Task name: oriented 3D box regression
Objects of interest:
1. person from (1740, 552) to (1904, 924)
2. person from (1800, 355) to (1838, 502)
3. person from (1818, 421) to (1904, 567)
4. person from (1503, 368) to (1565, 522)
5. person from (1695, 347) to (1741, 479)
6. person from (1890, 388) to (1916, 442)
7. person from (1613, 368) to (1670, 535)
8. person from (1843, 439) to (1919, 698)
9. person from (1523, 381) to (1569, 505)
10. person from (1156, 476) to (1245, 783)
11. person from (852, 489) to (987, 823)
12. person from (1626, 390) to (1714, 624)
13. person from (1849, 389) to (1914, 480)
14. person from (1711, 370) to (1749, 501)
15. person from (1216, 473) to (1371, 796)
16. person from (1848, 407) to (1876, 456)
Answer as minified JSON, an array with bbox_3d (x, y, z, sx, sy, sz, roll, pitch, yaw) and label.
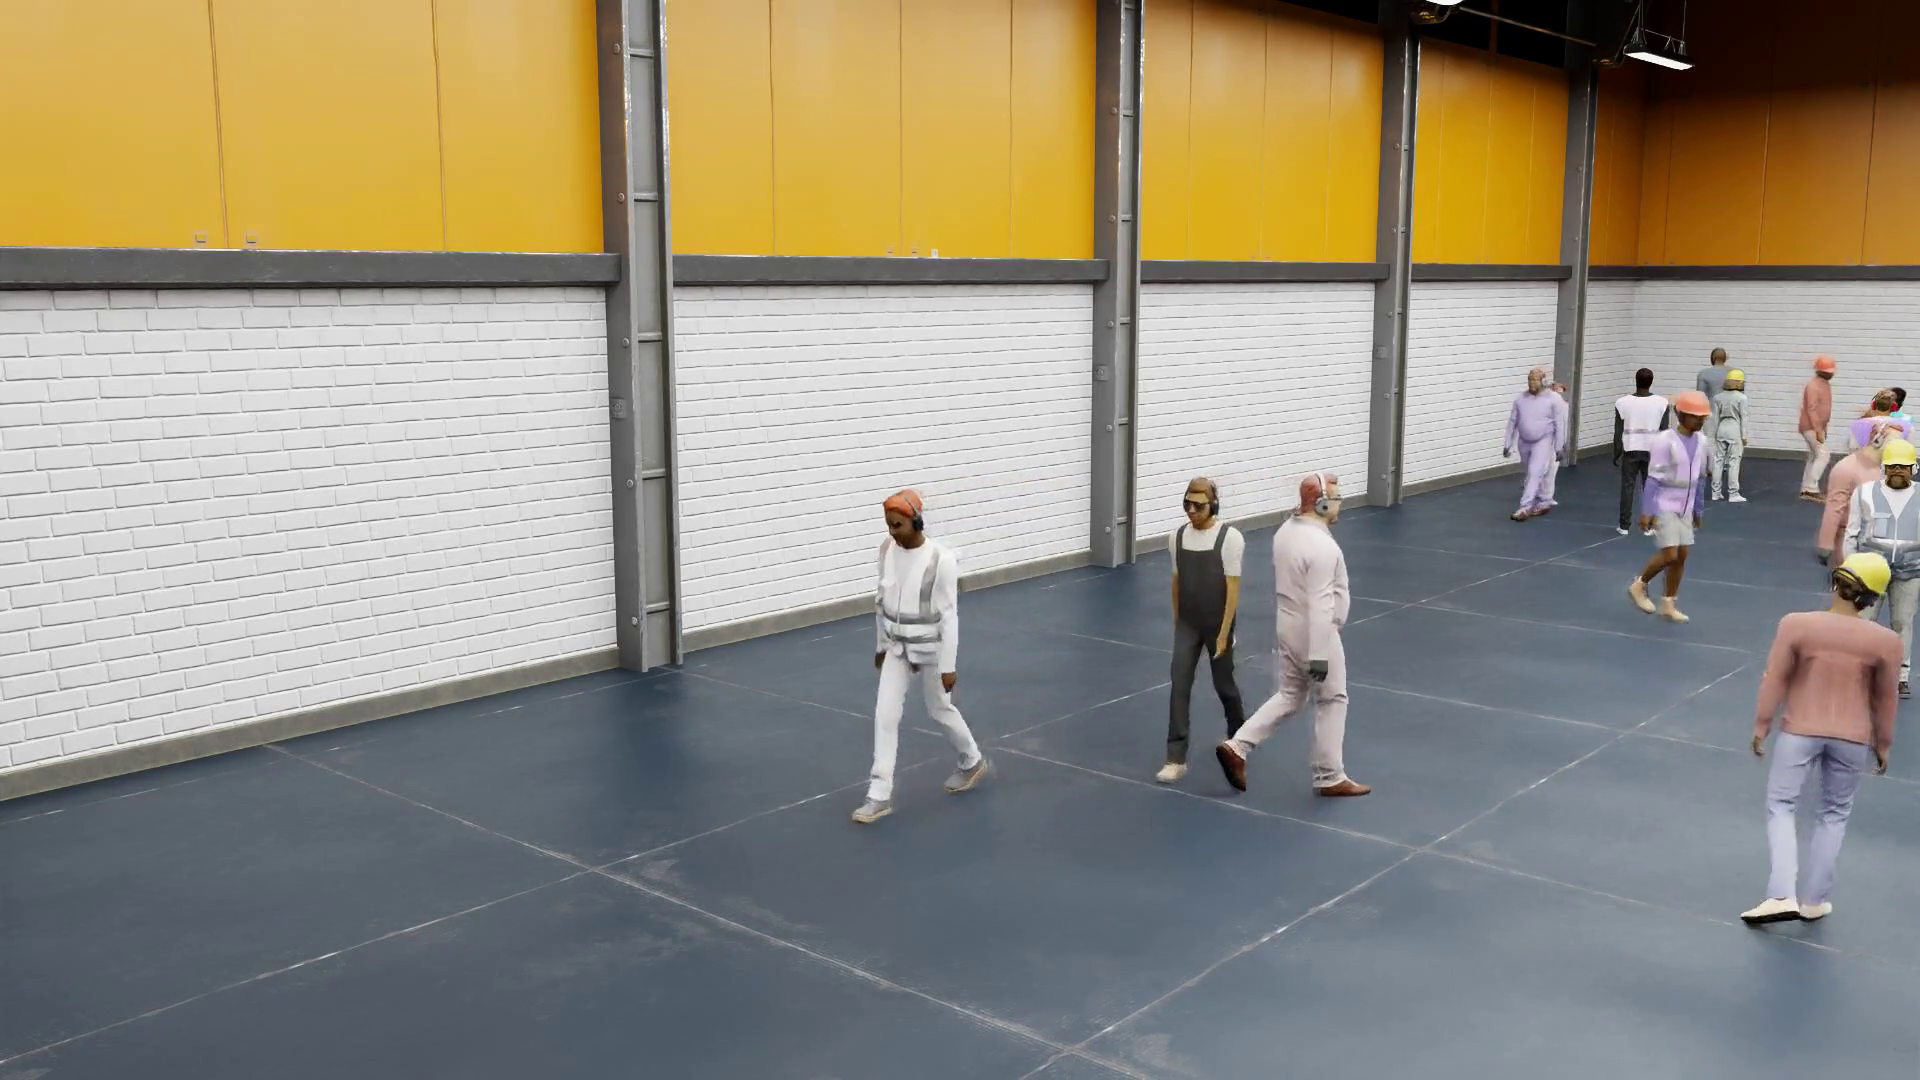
[{"bbox_3d":[3.946,0.920,7.575,0.583,1.718,0.611,4,10,22],"label":"person"},{"bbox_3d":[11.242,-1.459,21.809,0.630,1.952,0.483,-9,12,-43],"label":"person"},{"bbox_3d":[6.855,0.039,12.595,0.676,1.883,0.443,-3,9,-17],"label":"person"},{"bbox_3d":[6.988,-1.169,20.298,1.014,1.853,0.666,-8,12,-40],"label":"person"},{"bbox_3d":[11.095,-1.859,24.406,0.644,1.920,0.484,-1,9,-6],"label":"person"},{"bbox_3d":[10.991,-0.975,19.688,0.539,1.638,0.897,7,12,38],"label":"person"},{"bbox_3d":[7.796,-1.008,19.064,0.591,1.922,0.392,3,10,20],"label":"person"},{"bbox_3d":[6.566,0.201,11.745,0.600,1.831,0.404,4,10,24],"label":"person"},{"bbox_3d":[7.624,-1.261,21.607,0.519,1.621,0.467,-4,10,-23],"label":"person"},{"bbox_3d":[1.487,0.499,9.974,0.496,1.809,0.888,6,11,31],"label":"person"},{"bbox_3d":[-0.216,0.596,9.288,0.626,1.836,0.986,7,11,37],"label":"person"},{"bbox_3d":[6.090,-0.277,14.179,0.667,2.015,0.578,-4,10,-23],"label":"person"},{"bbox_3d":[9.140,-0.573,16.565,0.572,1.843,0.373,5,10,28],"label":"person"},{"bbox_3d":[10.187,-1.378,21.966,0.311,1.736,0.483,-6,11,-31],"label":"person"},{"bbox_3d":[1.922,0.548,9.425,0.800,1.880,0.651,-2,9,-12],"label":"person"},{"bbox_3d":[9.573,-0.621,17.603,0.503,1.612,0.637,-2,9,-13],"label":"person"}]
